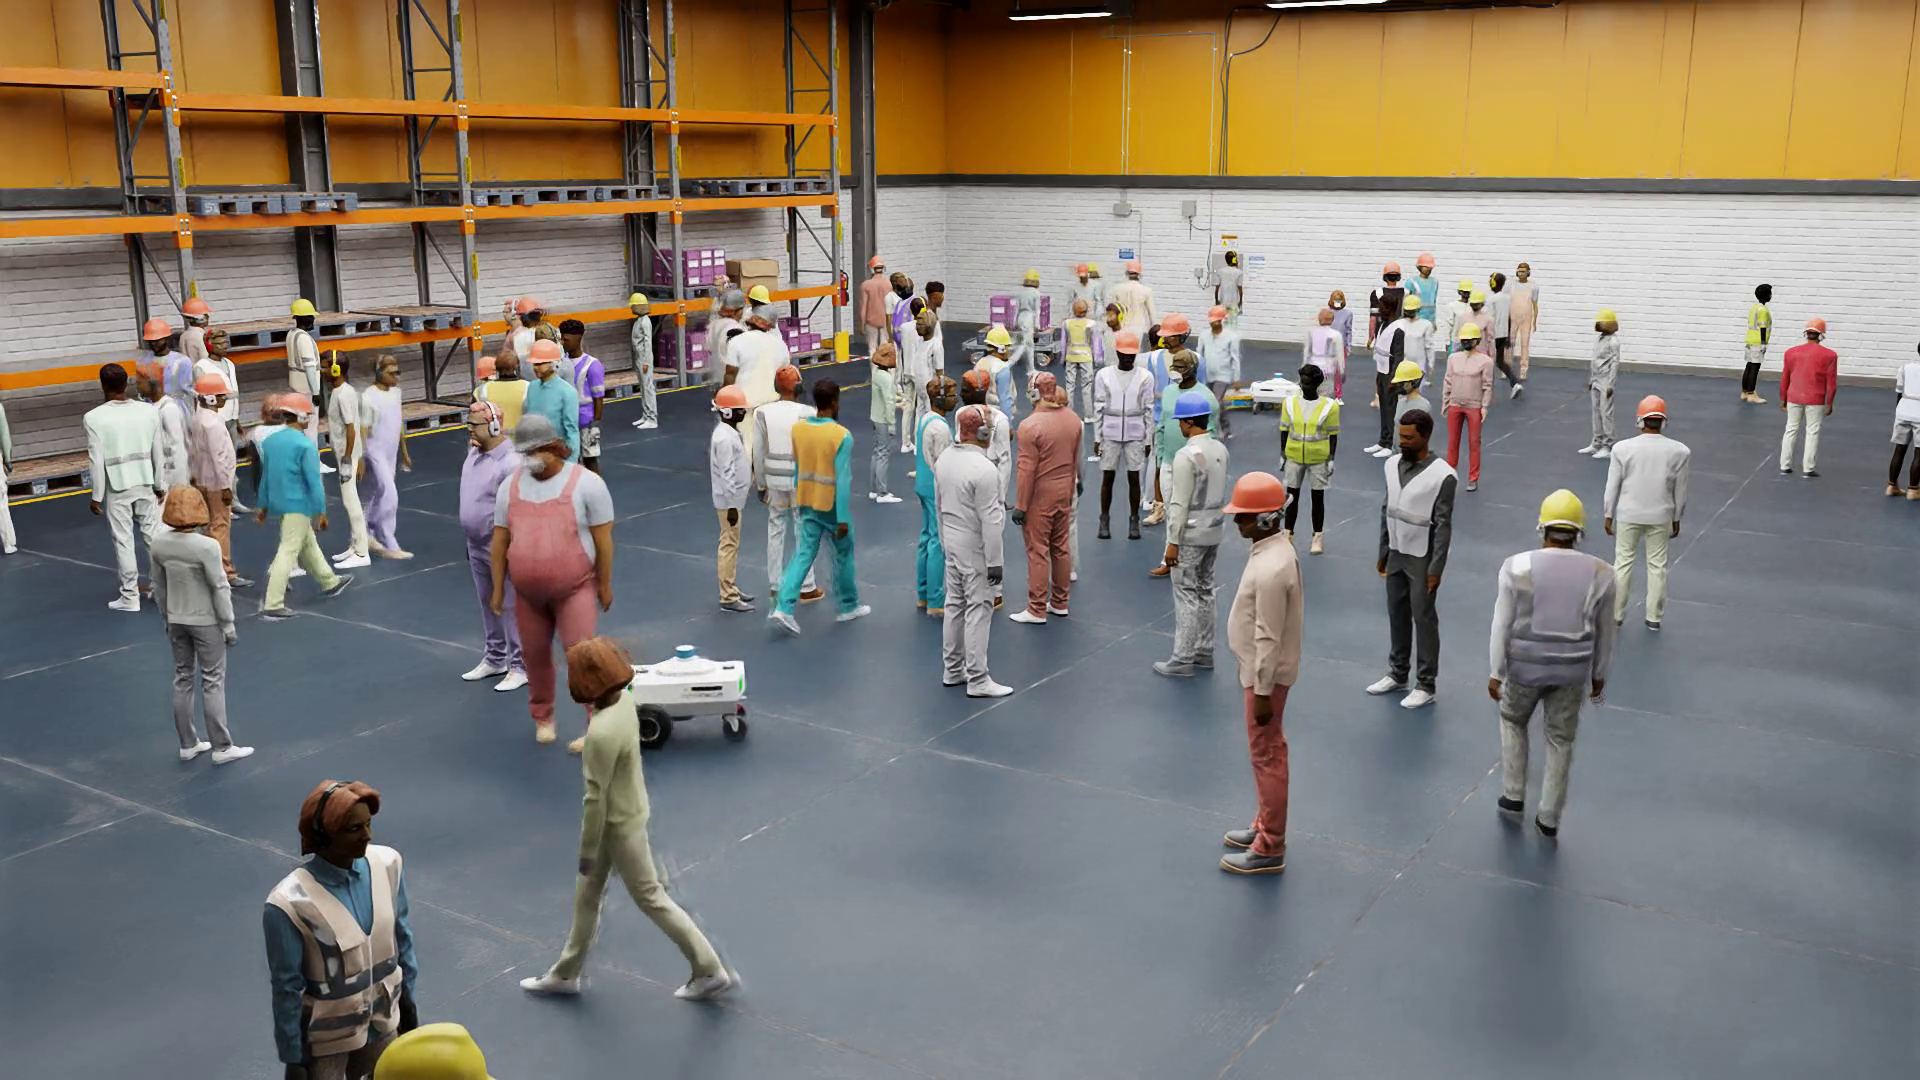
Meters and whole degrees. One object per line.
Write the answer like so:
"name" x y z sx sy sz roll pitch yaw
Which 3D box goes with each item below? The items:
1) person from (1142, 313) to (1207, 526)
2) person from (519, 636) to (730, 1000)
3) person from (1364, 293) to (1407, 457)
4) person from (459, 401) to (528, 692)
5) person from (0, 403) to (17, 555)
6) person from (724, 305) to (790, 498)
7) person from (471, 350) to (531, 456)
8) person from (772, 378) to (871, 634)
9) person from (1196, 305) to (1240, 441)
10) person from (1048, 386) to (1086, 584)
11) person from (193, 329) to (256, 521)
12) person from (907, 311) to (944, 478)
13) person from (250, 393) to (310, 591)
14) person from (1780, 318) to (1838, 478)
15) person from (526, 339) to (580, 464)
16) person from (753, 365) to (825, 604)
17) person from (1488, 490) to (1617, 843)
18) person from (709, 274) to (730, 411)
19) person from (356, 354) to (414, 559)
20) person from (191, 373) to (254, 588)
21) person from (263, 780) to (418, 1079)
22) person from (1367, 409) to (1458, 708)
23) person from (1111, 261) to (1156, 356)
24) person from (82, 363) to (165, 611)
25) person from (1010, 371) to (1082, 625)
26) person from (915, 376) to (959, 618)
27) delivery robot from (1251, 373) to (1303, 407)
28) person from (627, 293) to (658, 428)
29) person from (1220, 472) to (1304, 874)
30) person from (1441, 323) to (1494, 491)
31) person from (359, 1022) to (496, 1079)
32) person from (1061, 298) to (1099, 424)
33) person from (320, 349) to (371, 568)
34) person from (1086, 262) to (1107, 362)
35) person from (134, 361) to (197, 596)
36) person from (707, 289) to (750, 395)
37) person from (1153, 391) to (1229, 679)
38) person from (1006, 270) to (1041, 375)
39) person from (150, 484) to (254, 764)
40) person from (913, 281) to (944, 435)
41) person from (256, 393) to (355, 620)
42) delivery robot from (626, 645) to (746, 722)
"person" 2.000 -1.114 15.647 0.608 2.038 0.375 7 15 29
"person" -1.375 1.156 6.798 0.881 1.584 0.507 -1 13 -3
"person" 5.020 -1.925 19.440 0.390 1.913 0.587 0 13 -2
"person" -3.070 0.038 10.939 0.639 1.908 0.409 11 17 41
"person" -8.555 -0.654 14.508 0.525 1.644 0.307 -10 16 -36
"person" -2.173 -1.448 17.086 0.836 2.000 0.534 -9 16 -33
"person" -3.861 -0.718 14.374 0.624 1.837 0.430 -1 13 -4
"person" -1.042 -0.256 12.277 0.599 1.882 0.954 9 16 35
"person" 3.129 -2.010 20.269 0.588 1.706 0.912 12 18 43
"person" 0.792 -0.452 13.664 0.517 1.632 0.314 -4 14 -18
"person" -7.158 -1.120 16.098 0.389 1.843 0.566 1 13 4
"person" -0.349 -1.544 17.934 0.345 1.846 0.506 -7 15 -27
"person" -5.509 -0.400 13.493 0.511 1.607 0.695 4 14 18
"person" 9.294 -1.559 18.221 0.350 1.742 0.575 -12 18 -43
"person" -3.416 -0.692 13.937 0.616 1.989 0.399 10 17 38
"person" -1.324 -0.430 13.023 0.584 1.879 0.347 4 13 16
"person" 3.030 0.625 8.592 0.616 1.809 0.618 2 13 9
"person" -3.221 -2.674 22.731 0.401 1.900 0.646 -9 16 -33
"person" -5.131 -0.730 14.530 0.689 1.806 0.531 3 13 13
"person" -6.034 -0.486 13.542 0.338 1.752 0.564 -10 16 -36
"person" -1.889 1.517 5.134 0.317 1.633 0.516 7 15 28
"person" 2.909 0.105 10.642 0.375 1.910 0.591 -7 15 -26
"person" 2.586 -3.148 24.665 0.639 1.935 1.029 6 14 23
"person" -6.415 -0.406 12.836 0.380 1.917 0.596 8 15 32
"person" 0.620 -0.317 12.489 0.408 1.902 0.642 11 17 40
"person" -0.170 -0.332 12.672 0.328 1.844 0.511 -4 14 -17
"delivery robot" 4.329 -2.026 22.646 0.707 0.478 0.477 5 14 20
"person" -4.117 -2.317 21.507 0.309 1.743 0.494 -5 14 -21
"person" 1.464 0.644 8.137 0.402 1.986 0.610 3 13 13
"person" 5.312 -1.398 17.473 0.525 1.769 0.308 10 16 37
"person" -1.082 1.829 3.498 0.335 1.760 0.523 -4 14 -16
"person" 1.570 -2.341 21.829 0.518 1.645 0.307 4 14 18
"person" -5.263 -0.694 14.192 0.316 1.870 0.532 -5 14 -22
"person" 2.338 -3.916 28.560 0.496 1.697 0.912 -9 16 -35
"person" -6.444 -0.490 13.325 0.711 1.865 0.600 -8 15 -32
"person" -2.488 -1.799 18.609 0.536 2.000 0.693 -8 15 -33
"person" 1.575 -0.036 11.210 0.419 1.933 0.622 9 16 34
"person" 0.994 -3.448 26.500 0.770 1.698 0.499 -11 17 -38
"person" -4.392 0.486 9.586 0.507 1.634 0.280 4 14 19
"person" -0.399 -2.269 20.873 0.408 1.946 0.703 0 13 1
"person" -5.086 -0.291 12.845 0.592 1.673 0.979 9 16 34
"delivery robot" -1.651 0.880 10.040 0.707 0.478 0.477 -2 13 -9
